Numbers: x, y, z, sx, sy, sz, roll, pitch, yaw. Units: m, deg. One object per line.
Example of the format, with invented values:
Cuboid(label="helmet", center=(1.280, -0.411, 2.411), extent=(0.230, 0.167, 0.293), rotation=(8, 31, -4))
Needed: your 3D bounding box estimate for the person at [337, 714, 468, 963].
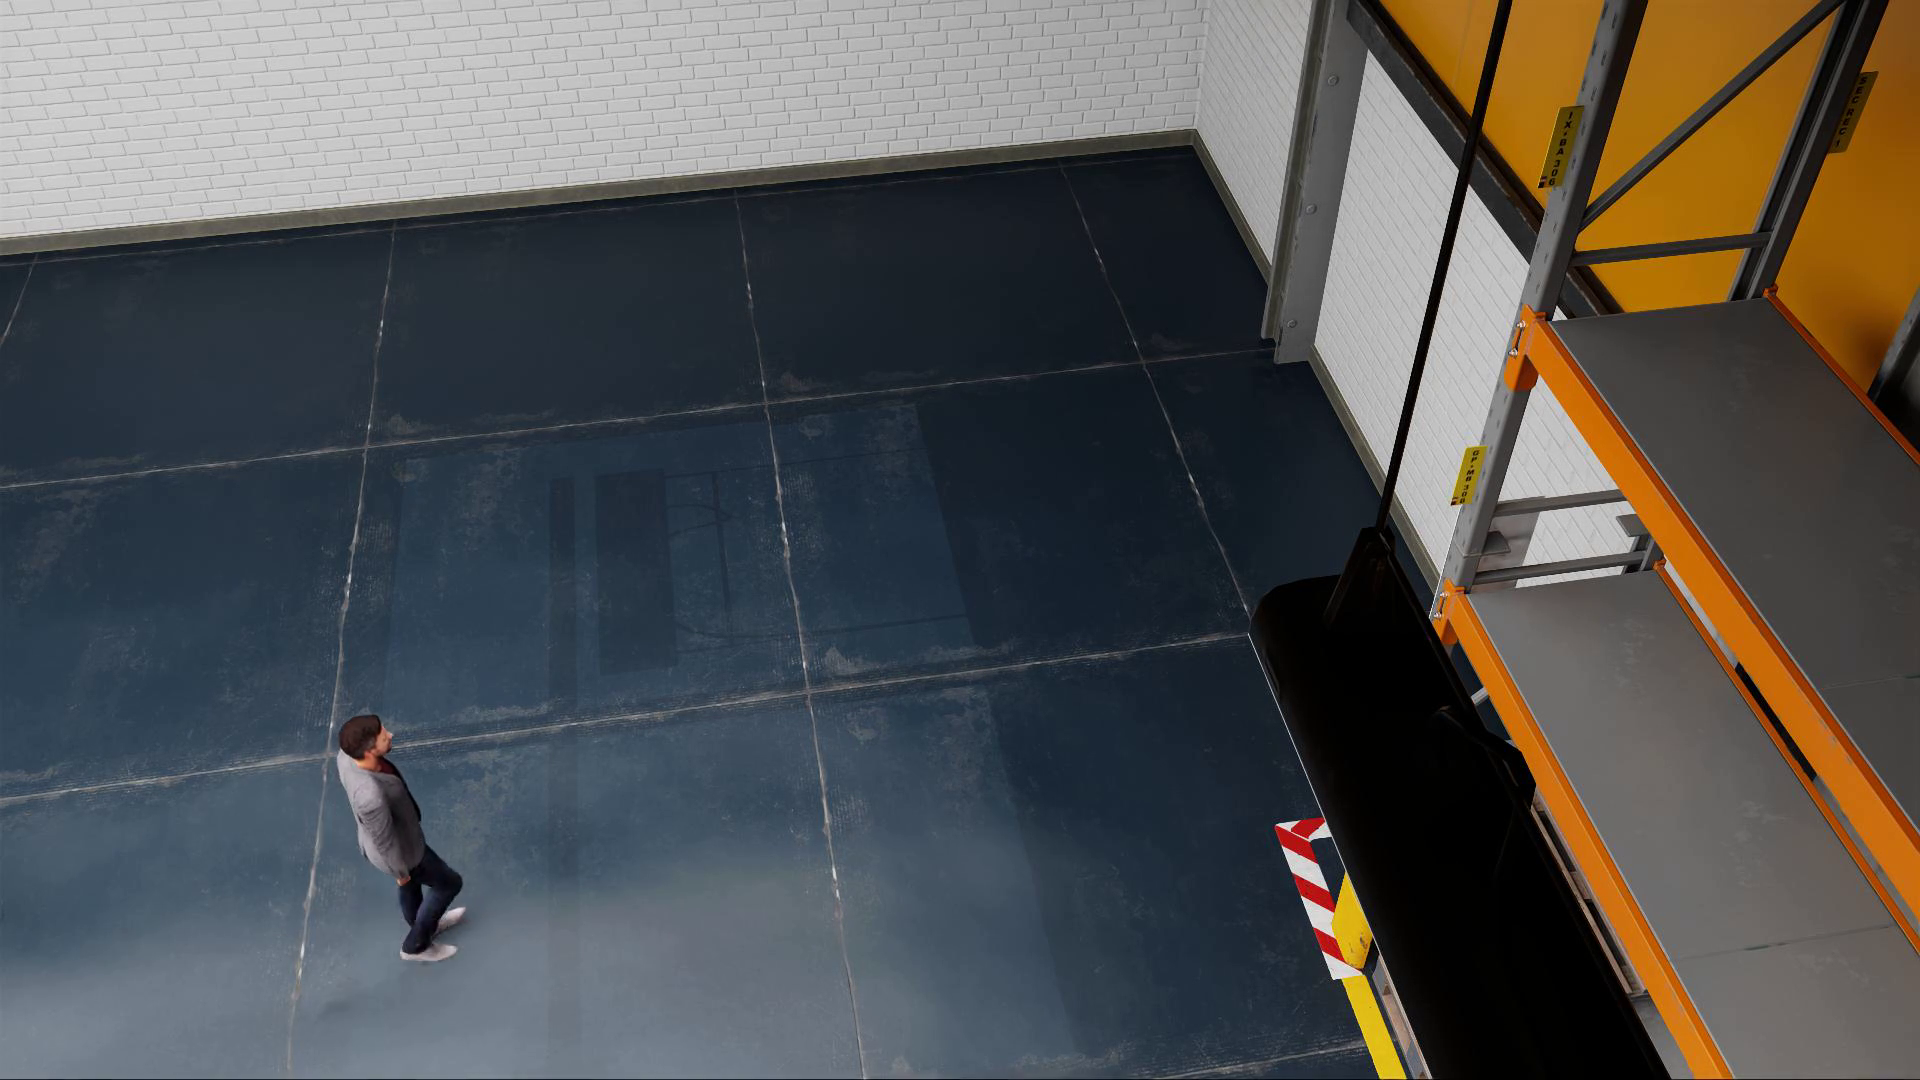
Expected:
Cuboid(label="person", center=(-3.020, 1.605, 8.703), extent=(0.871, 1.860, 0.764), rotation=(-26, 50, -25))
